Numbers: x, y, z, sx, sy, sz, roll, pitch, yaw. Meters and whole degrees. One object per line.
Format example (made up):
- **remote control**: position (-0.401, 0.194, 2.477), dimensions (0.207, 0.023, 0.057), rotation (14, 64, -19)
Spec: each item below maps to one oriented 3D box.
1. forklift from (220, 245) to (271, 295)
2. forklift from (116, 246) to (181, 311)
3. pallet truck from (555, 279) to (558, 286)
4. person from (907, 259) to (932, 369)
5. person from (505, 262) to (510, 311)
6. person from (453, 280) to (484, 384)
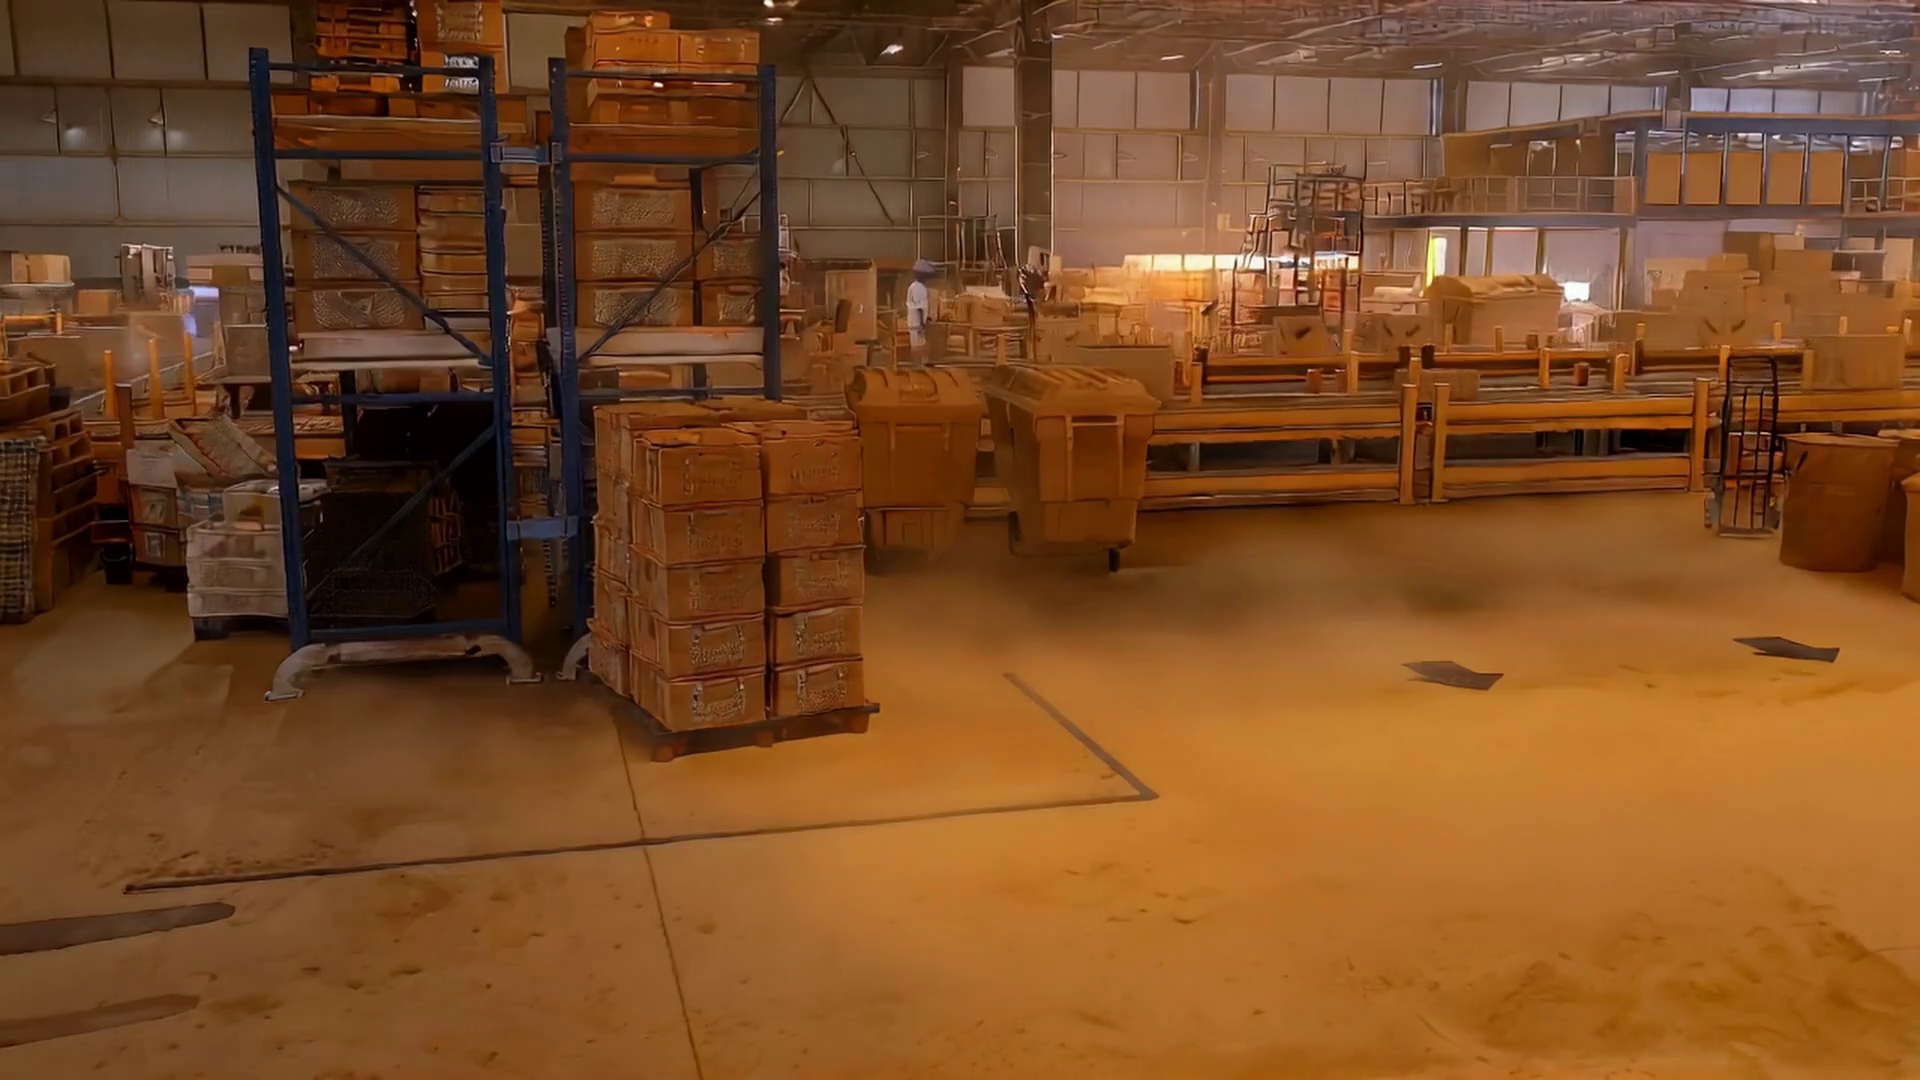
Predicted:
- **forklift**: position (-17.749, -6.334, 41.440), dimensions (1.157, 1.987, 2.680), rotation (-3, 10, -17)
- **forklift**: position (-19.966, -6.232, 40.894), dimensions (1.157, 1.987, 2.680), rotation (-3, 10, -15)
- **pallet truck**: position (-10.604, -6.375, 44.520), dimensions (0.653, 1.274, 1.630), rotation (-3, 10, -15)
- **person**: position (-0.595, -3.206, 24.793), dimensions (0.376, 1.932, 0.543), rotation (-2, 10, -9)
- **person**: position (-10.803, -5.725, 39.528), dimensions (0.328, 1.767, 0.532), rotation (-7, 12, -35)
- **person**: position (-7.664, -3.318, 25.566), dimensions (0.667, 1.885, 0.533), rotation (6, 12, 32)
